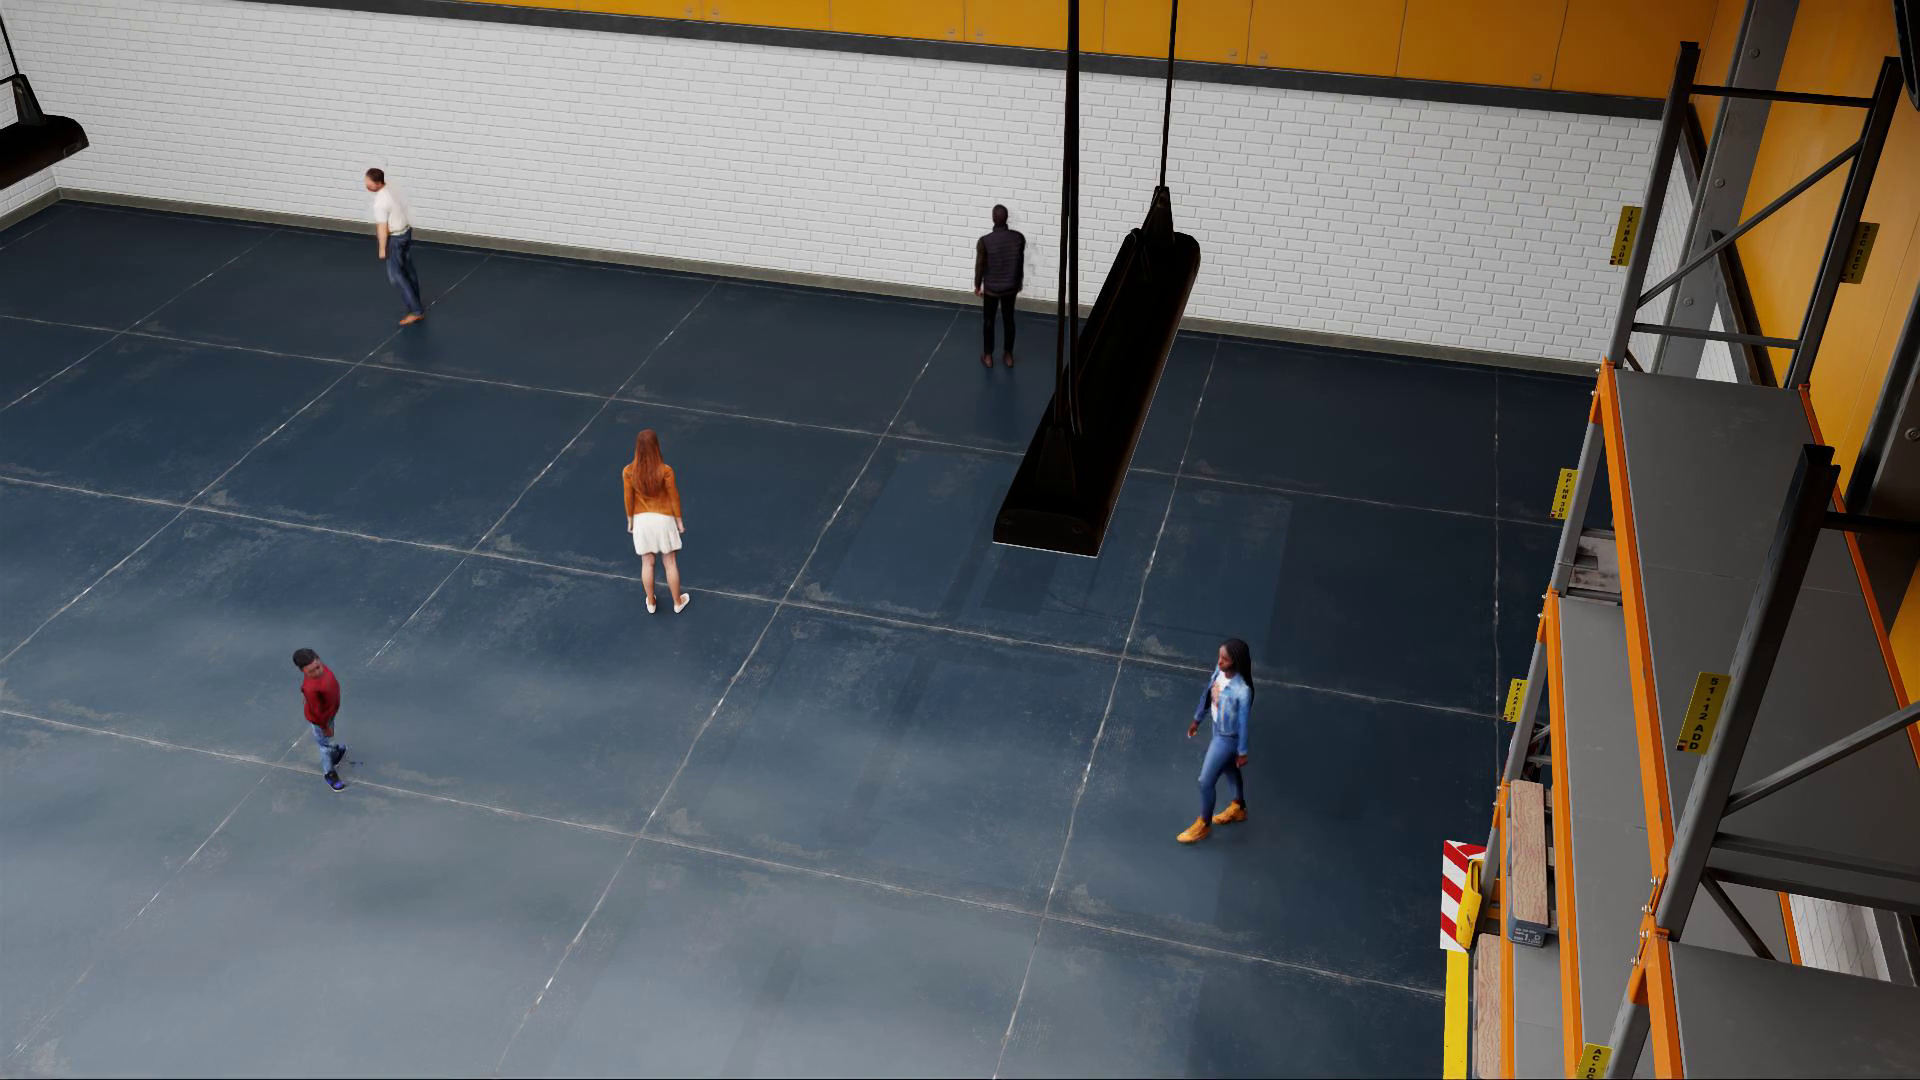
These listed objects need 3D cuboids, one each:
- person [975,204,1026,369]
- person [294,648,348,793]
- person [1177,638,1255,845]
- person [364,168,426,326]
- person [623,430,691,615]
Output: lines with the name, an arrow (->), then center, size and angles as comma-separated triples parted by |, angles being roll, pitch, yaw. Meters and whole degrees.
person -> 0.445, -2.688, 17.638 | 0.796, 1.836, 0.791 | -8, 34, -11
person -> -4.721, 1.239, 12.271 | 0.778, 1.238, 0.590 | -13, 36, -18
person -> 1.961, 1.367, 11.666 | 0.882, 1.693, 0.878 | -6, 34, -8
person -> -6.304, -3.374, 18.687 | 0.887, 1.817, 0.623 | 13, 36, 19
person -> -2.555, -0.144, 13.915 | 0.687, 1.720, 0.650 | 0, 34, 0
